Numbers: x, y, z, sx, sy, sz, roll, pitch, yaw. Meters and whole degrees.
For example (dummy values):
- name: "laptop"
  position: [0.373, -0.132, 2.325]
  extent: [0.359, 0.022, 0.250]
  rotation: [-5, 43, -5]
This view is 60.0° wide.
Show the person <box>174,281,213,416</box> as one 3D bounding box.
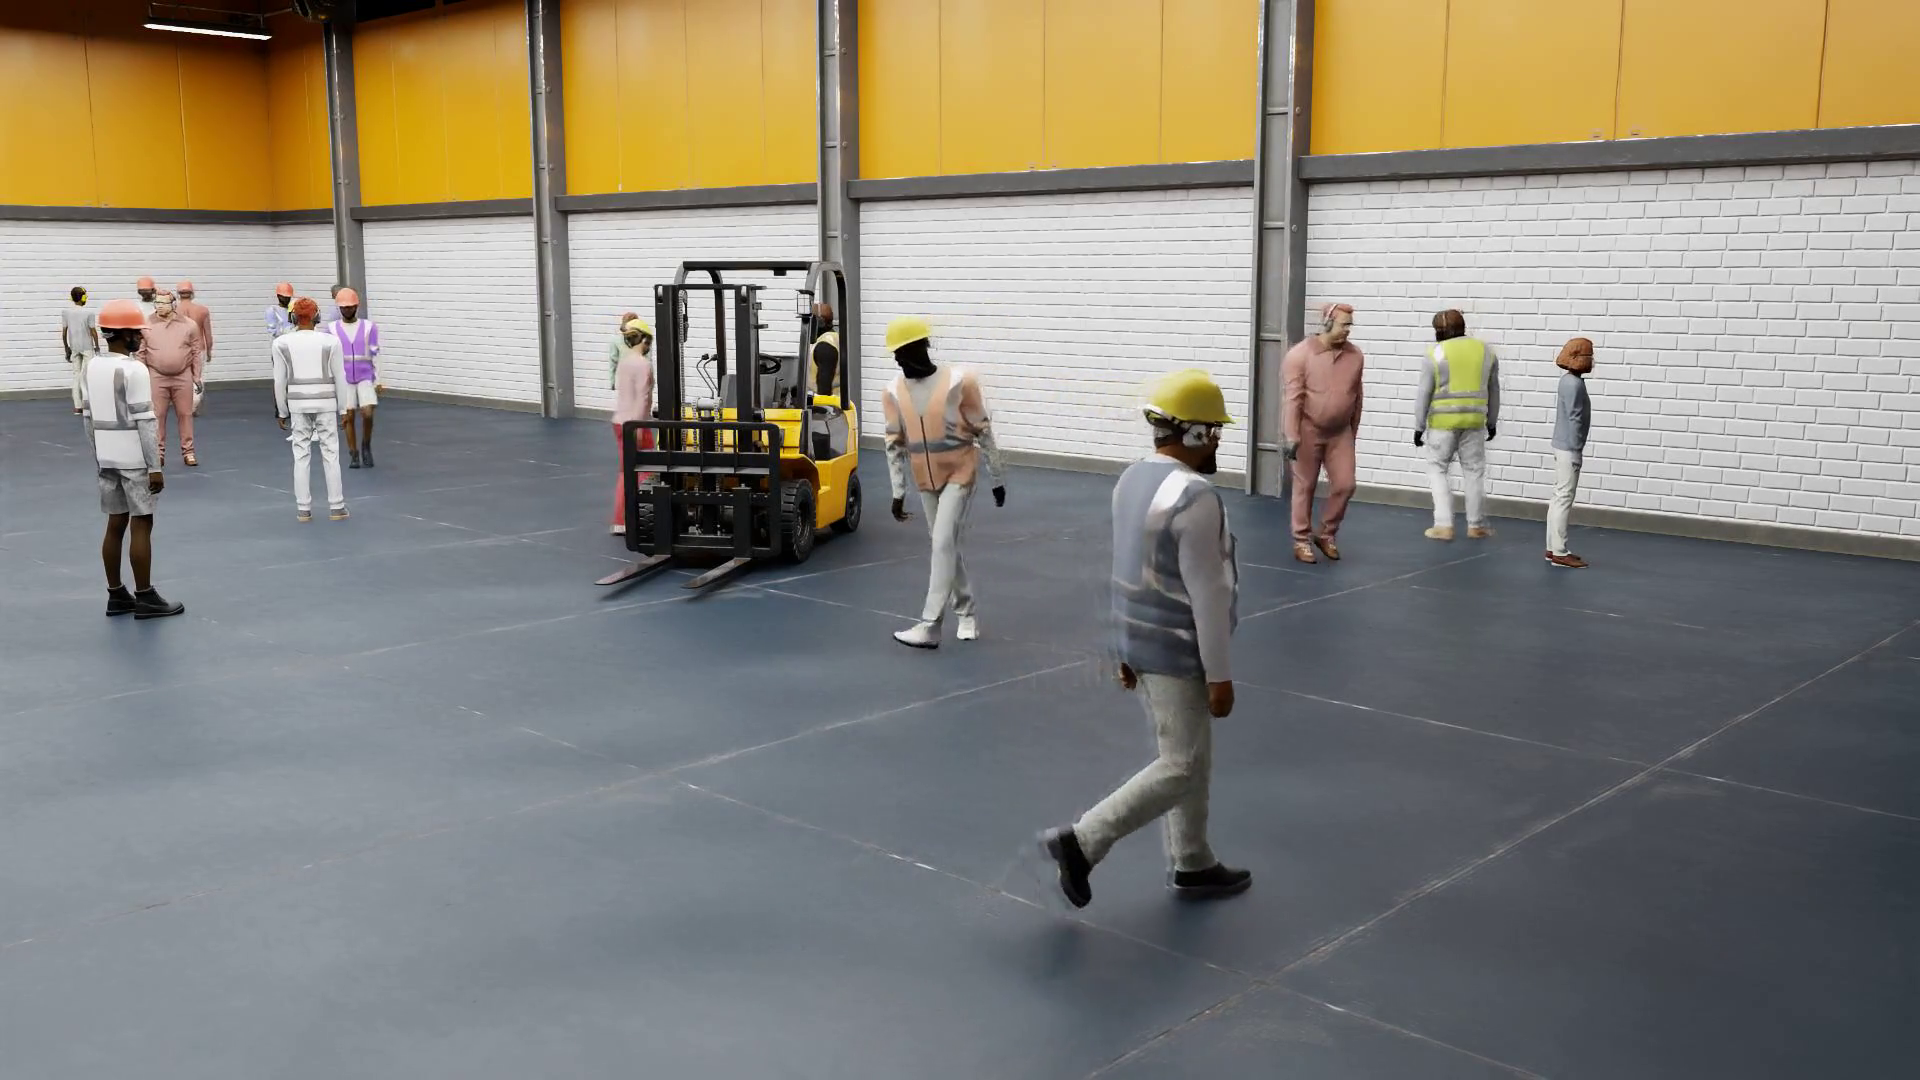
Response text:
- name: "person"
  position: [-11.148, -2.765, 24.063]
  extent: [0.630, 1.961, 0.835]
  rotation: [-4, 10, -21]

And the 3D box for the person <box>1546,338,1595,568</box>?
- name: "person"
  position: [4.380, -0.628, 11.905]
  extent: [0.280, 1.634, 0.499]
  rotation: [2, 9, 12]

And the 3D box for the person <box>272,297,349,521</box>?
- name: "person"
  position: [-5.445, -1.093, 13.995]
  extent: [0.573, 1.884, 0.356]
  rotation: [-2, 10, -13]

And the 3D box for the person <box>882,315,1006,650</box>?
- name: "person"
  position: [-0.145, -0.318, 9.316]
  extent: [0.662, 1.858, 0.828]
  rotation: [6, 11, 33]

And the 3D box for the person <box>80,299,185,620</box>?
- name: "person"
  position: [-5.039, -0.486, 10.109]
  extent: [0.553, 1.935, 0.362]
  rotation: [5, 10, 27]

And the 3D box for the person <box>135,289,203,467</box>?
- name: "person"
  position: [-8.453, -1.725, 17.811]
  extent: [0.642, 1.905, 0.399]
  rotation: [-5, 10, -28]

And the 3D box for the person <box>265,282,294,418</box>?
- name: "person"
  position: [-9.585, -2.694, 23.669]
  extent: [0.374, 1.929, 0.542]
  rotation: [4, 10, 22]

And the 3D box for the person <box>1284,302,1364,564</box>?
- name: "person"
  position: [2.610, -0.758, 11.946]
  extent: [0.659, 1.880, 0.467]
  rotation: [-2, 9, -12]

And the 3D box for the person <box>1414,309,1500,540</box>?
- name: "person"
  position: [3.934, -0.892, 13.054]
  extent: [0.770, 1.816, 0.430]
  rotation: [-1, 9, -4]

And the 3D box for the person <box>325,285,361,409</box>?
- name: "person"
  position: [-9.254, -2.880, 24.961]
  extent: [0.376, 1.892, 0.709]
  rotation: [2, 10, 14]

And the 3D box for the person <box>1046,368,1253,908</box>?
- name: "person"
  position: [0.643, 0.342, 5.415]
  extent: [0.730, 1.801, 0.598]
  rotation: [-3, 10, -16]

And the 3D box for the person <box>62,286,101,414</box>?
- name: "person"
  position: [-12.811, -2.759, 24.278]
  extent: [0.535, 1.861, 0.309]
  rotation: [0, 9, 1]

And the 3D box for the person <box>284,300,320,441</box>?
- name: "person"
  position: [-8.111, -2.083, 20.492]
  extent: [0.493, 1.743, 0.297]
  rotation: [2, 9, 10]

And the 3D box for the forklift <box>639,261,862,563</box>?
- name: "forklift"
  position: [-1.552, -1.040, 12.721]
  extent: [1.214, 2.155, 2.313]
  rotation: [2, 9, 11]

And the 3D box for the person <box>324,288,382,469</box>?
- name: "person"
  position: [-6.418, -1.697, 17.587]
  extent: [0.565, 1.915, 0.511]
  rotation: [-3, 10, -19]

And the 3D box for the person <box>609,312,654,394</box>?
- name: "person"
  position: [-3.877, -1.881, 19.638]
  extent: [0.507, 1.622, 0.357]
  rotation: [-3, 10, -18]

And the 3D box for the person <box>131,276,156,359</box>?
- name: "person"
  position: [-12.125, -2.952, 24.976]
  extent: [0.611, 2.022, 0.744]
  rotation: [-2, 10, -15]

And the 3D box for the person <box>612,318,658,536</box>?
- name: "person"
  position: [-2.588, -0.894, 13.241]
  extent: [0.489, 1.721, 0.552]
  rotation: [-7, 12, -38]

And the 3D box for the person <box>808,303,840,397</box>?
- name: "person"
  position: [-1.163, -1.111, 14.280]
  extent: [0.430, 1.836, 0.623]
  rotation: [0, 9, -2]
